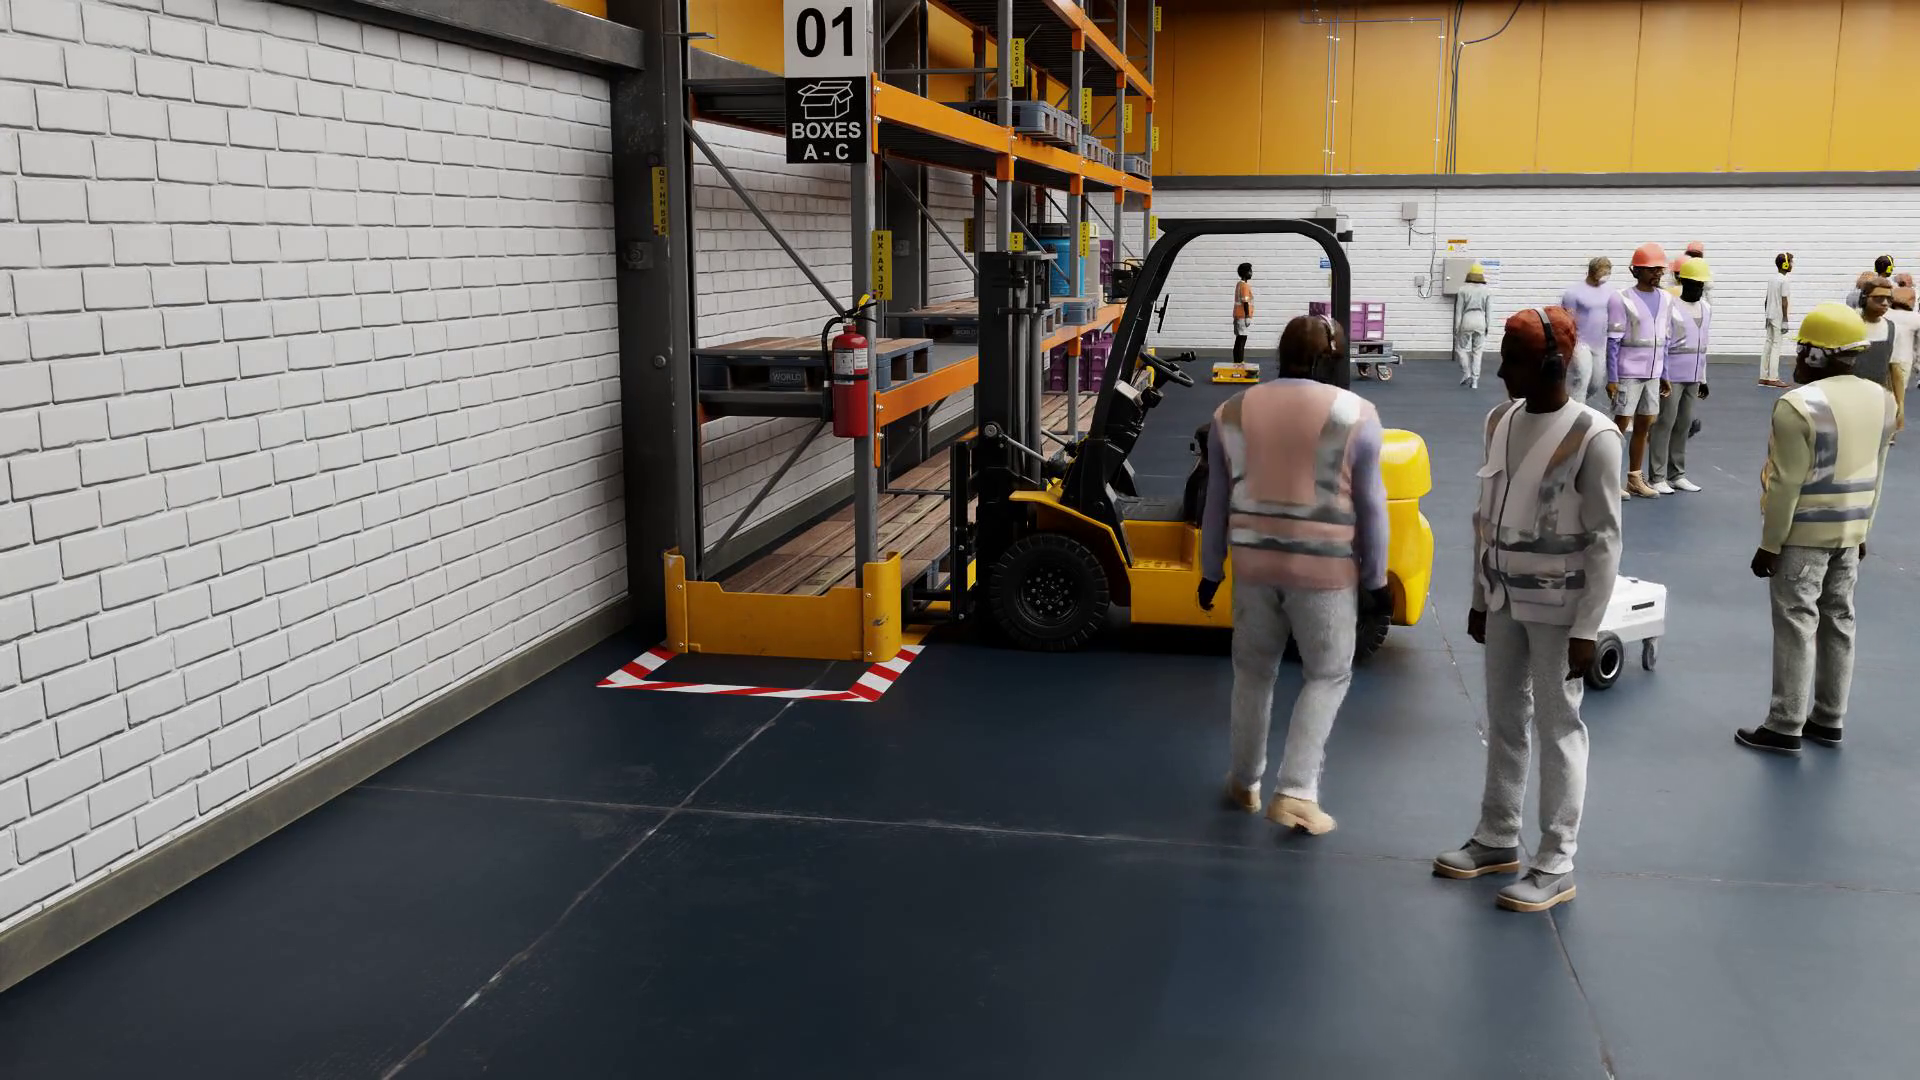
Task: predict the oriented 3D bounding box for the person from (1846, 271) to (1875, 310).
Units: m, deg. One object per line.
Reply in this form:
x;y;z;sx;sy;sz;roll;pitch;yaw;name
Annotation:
12.128;-2.788;22.347;0.500;1.633;0.279;2;10;9;person

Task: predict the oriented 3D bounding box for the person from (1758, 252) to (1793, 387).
11.446;-3.076;23.275;0.335;1.873;0.520;0;10;-1;person

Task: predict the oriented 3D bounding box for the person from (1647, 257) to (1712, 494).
5.911;-1.336;13.588;0.593;1.922;0.381;-5;12;-27;person

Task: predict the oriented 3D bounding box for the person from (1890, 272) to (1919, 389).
12.968;-2.847;22.727;0.534;1.607;0.666;-2;11;-12;person

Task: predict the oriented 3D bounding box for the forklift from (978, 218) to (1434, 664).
1.285;-0.567;8.635;2.313;2.155;1.214;2;11;11;forklift

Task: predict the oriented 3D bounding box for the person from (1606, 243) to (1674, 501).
5.415;-1.328;13.221;0.615;2.041;0.384;-4;11;-21;person

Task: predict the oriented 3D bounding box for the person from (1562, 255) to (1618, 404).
6.521;-2.019;17.389;0.647;1.906;0.763;-3;11;-17;person

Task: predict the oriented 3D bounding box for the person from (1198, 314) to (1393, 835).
1.182;0.125;5.887;0.701;1.829;0.438;7;12;32;person

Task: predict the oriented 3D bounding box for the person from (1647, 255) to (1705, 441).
7.401;-1.969;17.143;0.974;1.889;0.561;-10;14;-42;person

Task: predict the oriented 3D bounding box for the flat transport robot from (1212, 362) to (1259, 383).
4.010;-2.436;24.157;0.652;0.197;1.431;2;11;10;flat transport robot

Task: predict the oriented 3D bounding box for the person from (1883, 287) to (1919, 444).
9.510;-1.777;16.937;0.548;1.570;0.868;6;12;29;person

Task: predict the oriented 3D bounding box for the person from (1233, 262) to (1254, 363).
4.379;-3.428;25.676;0.318;1.699;0.535;-1;10;-3;person

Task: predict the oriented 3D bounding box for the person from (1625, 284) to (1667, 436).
7.215;-2.029;17.562;0.589;1.877;0.979;0;10;0;person

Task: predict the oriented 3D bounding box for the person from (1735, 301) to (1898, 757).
3.445;-0.039;6.721;0.595;1.837;0.404;-5;11;-24;person

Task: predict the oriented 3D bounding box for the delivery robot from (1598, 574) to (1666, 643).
3.046;0.330;7.958;0.707;0.478;0.477;-7;12;-34;delivery robot

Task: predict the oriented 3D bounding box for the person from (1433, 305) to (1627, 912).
1.795;0.213;5.203;0.359;1.885;0.575;-4;11;-20;person

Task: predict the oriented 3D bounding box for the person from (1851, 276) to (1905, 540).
6.254;-0.898;11.484;0.540;1.811;0.801;0;10;-1;person

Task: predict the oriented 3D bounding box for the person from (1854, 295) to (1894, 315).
9.832;-1.966;17.923;0.513;1.633;0.448;0;10;-1;person

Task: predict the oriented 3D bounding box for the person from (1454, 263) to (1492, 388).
7.117;-2.971;23.091;0.504;1.727;0.395;0;10;1;person

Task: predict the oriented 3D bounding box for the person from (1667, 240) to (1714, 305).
10.789;-3.416;24.672;0.646;2.040;0.399;3;11;18;person

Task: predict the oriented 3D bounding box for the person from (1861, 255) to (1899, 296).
11.341;-2.575;20.533;0.328;1.872;0.513;-6;12;-29;person
